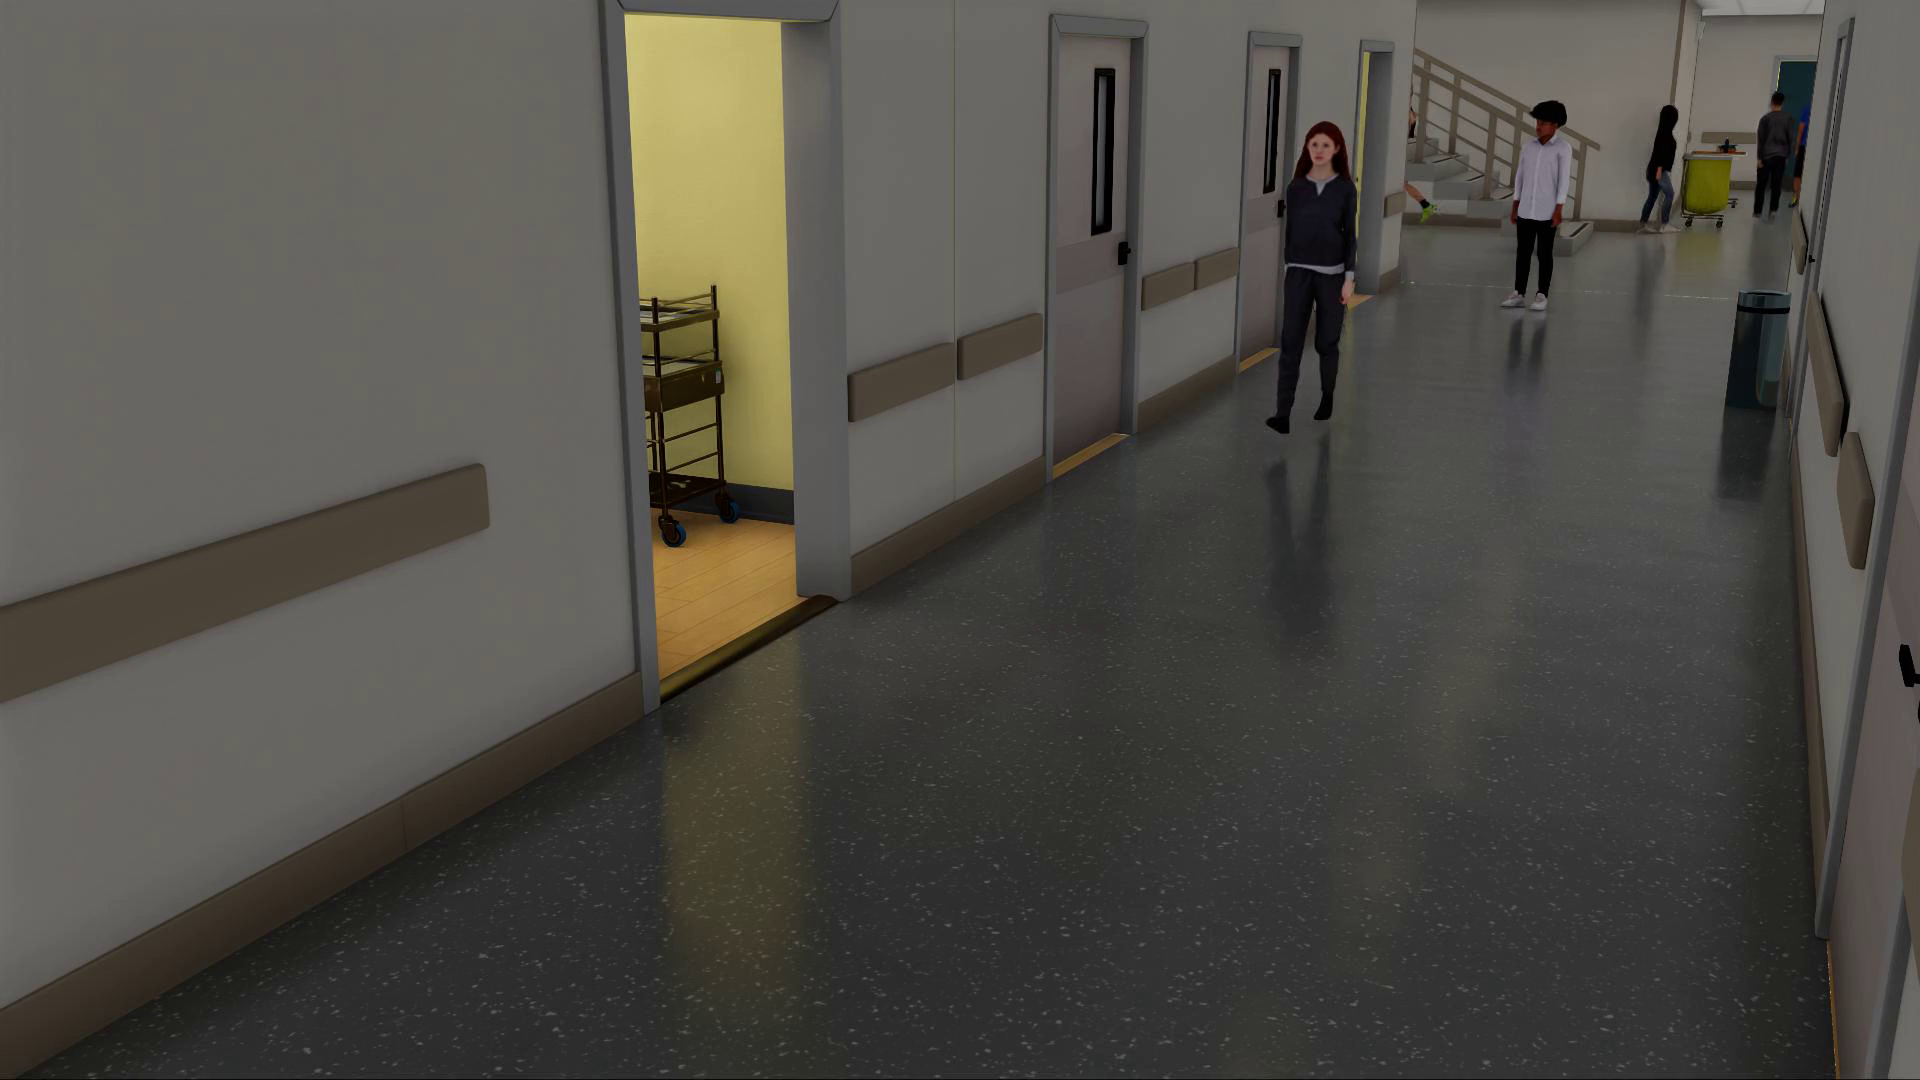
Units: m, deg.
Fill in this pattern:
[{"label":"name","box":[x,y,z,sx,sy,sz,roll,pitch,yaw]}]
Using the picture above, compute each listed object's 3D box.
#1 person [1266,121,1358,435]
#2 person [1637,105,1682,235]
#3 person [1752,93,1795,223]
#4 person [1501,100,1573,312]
[{"label":"person","box":[2.070,-1.459,9.530,1.125,1.721,0.692,8,18,26]},{"label":"person","box":[8.894,-4.737,21.356,0.802,1.613,0.699,4,16,13]},{"label":"person","box":[11.285,-5.273,23.038,1.099,1.731,0.751,5,17,19]},{"label":"person","box":[5.088,-2.936,14.606,0.757,1.809,0.609,-15,22,-43]}]
